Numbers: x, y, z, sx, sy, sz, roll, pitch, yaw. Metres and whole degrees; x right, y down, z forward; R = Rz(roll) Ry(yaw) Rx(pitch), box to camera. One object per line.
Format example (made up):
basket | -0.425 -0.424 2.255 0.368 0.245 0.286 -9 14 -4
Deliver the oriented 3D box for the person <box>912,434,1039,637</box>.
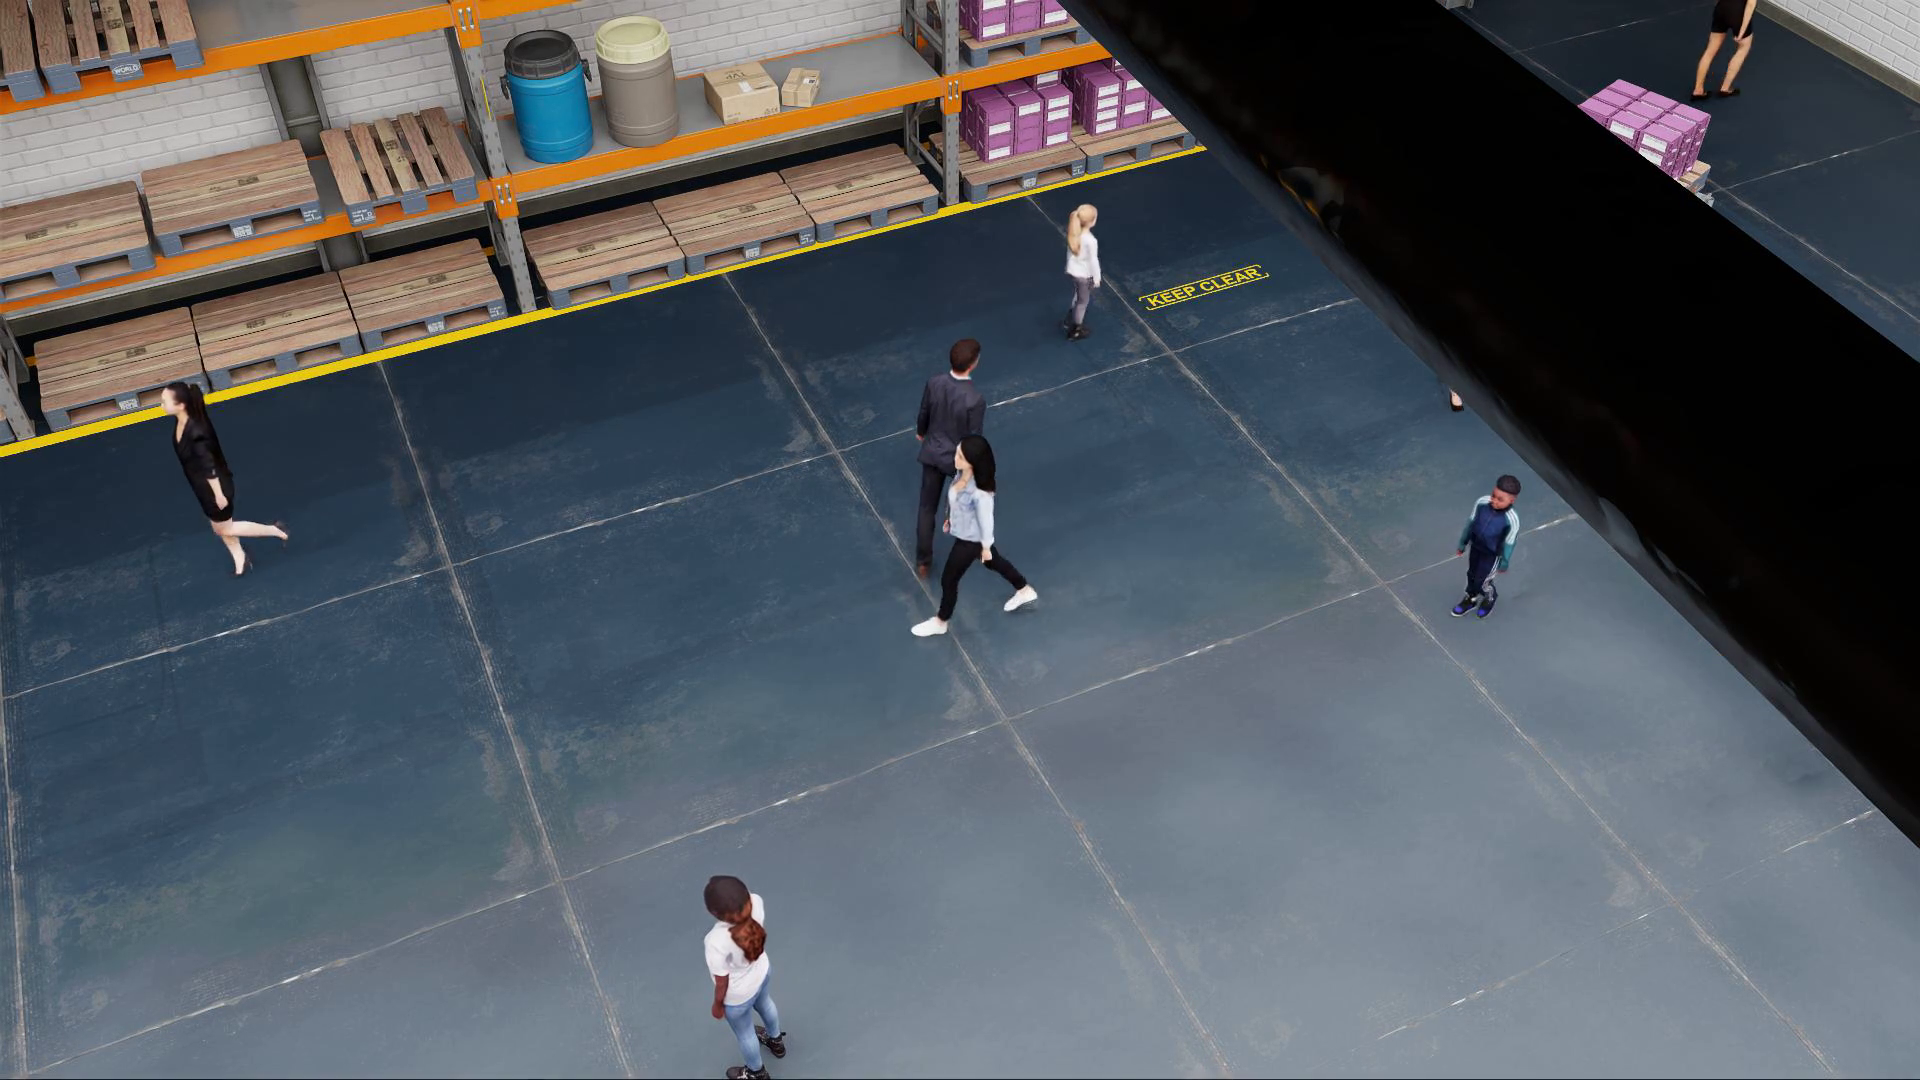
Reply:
person | 0.167 -0.050 11.044 1.188 1.673 0.766 -8 44 -9

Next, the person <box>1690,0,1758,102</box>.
person | 7.489 -5.125 16.279 0.731 1.801 0.653 -16 46 -17

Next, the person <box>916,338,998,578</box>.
person | -0.096 -0.519 11.437 1.214 1.809 1.357 19 47 19

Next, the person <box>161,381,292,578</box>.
person | -5.042 -0.405 11.409 0.804 1.683 0.677 -27 50 -25

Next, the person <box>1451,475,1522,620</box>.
person | 3.616 0.026 11.271 0.572 1.250 0.533 -23 48 -23

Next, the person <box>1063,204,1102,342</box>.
person | 0.935 -2.163 13.555 0.538 1.269 0.525 -23 48 -23

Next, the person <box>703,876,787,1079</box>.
person | -1.116 2.268 8.578 0.729 1.719 0.651 18 47 18
